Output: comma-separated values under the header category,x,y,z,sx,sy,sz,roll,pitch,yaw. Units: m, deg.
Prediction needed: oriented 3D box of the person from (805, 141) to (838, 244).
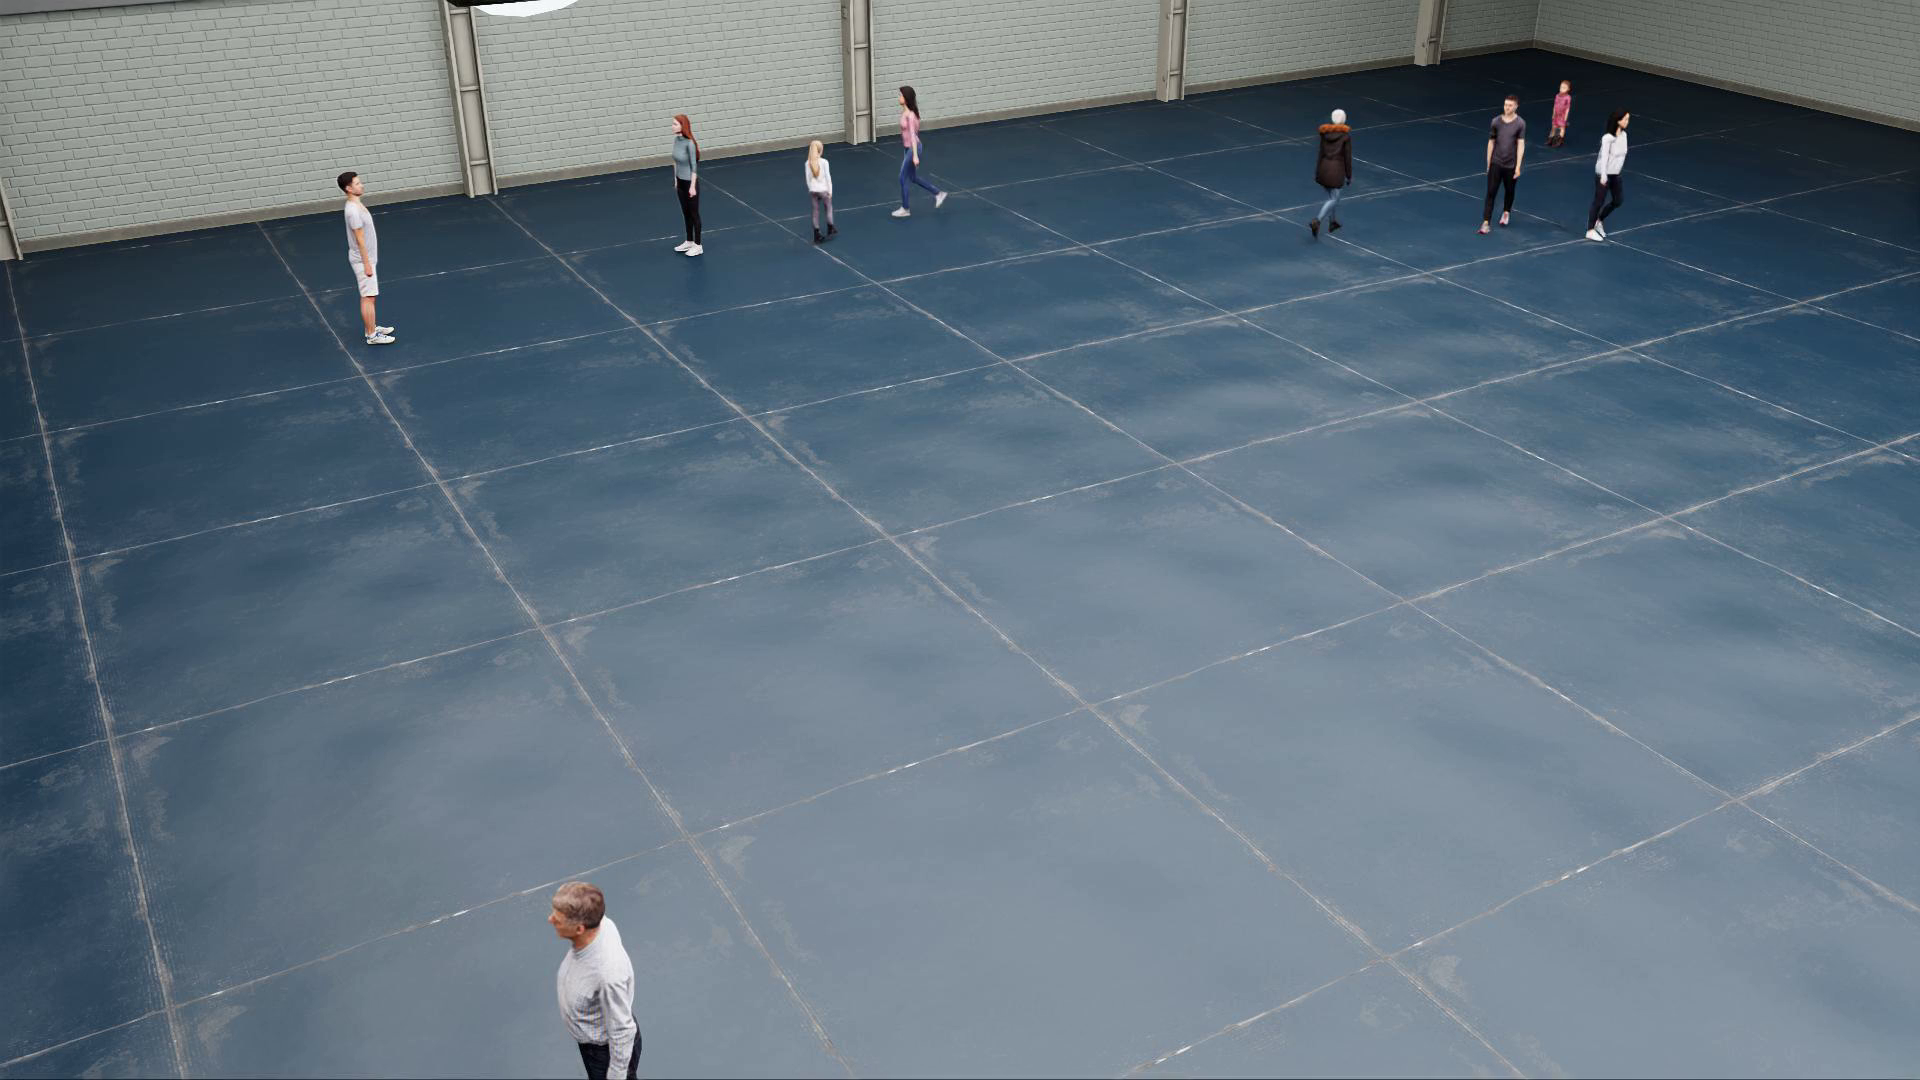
category,x,y,z,sx,sy,sz,roll,pitch,yaw
person,-1.817,-4.400,21.136,0.783,1.253,0.830,8,28,15

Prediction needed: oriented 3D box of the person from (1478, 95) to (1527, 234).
category,x,y,z,sx,sy,sz,roll,pitch,yaw
person,7.083,-4.864,21.523,1.047,1.725,1.250,15,31,26

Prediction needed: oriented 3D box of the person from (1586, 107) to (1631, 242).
category,x,y,z,sx,sy,sz,roll,pitch,yaw
person,8.174,-4.663,21.171,0.533,1.688,0.680,-16,31,-28

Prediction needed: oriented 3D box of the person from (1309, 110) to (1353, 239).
category,x,y,z,sx,sy,sz,roll,pitch,yaw
person,4.724,-4.644,21.224,0.798,1.607,1.083,24,36,39

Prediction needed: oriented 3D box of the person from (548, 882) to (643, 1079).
category,x,y,z,sx,sy,sz,roll,pitch,yaw
person,-1.611,2.270,7.566,0.556,1.817,0.646,-14,30,-24

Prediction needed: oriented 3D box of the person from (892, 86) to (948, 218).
category,x,y,z,sx,sy,sz,roll,pitch,yaw
person,-0.554,-5.143,22.077,1.076,1.712,0.809,-8,28,-16

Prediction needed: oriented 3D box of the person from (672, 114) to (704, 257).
category,x,y,z,sx,sy,sz,roll,pitch,yaw
person,-3.374,-4.400,20.601,0.567,1.742,0.592,-19,33,-32

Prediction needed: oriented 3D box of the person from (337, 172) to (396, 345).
category,x,y,z,sx,sy,sz,roll,pitch,yaw
person,-6.397,-3.031,17.820,0.626,1.855,0.726,-9,29,-17

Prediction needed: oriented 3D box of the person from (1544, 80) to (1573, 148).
category,x,y,z,sx,sy,sz,roll,pitch,yaw
person,9.282,-6.562,25.606,0.545,1.004,0.725,24,36,38
